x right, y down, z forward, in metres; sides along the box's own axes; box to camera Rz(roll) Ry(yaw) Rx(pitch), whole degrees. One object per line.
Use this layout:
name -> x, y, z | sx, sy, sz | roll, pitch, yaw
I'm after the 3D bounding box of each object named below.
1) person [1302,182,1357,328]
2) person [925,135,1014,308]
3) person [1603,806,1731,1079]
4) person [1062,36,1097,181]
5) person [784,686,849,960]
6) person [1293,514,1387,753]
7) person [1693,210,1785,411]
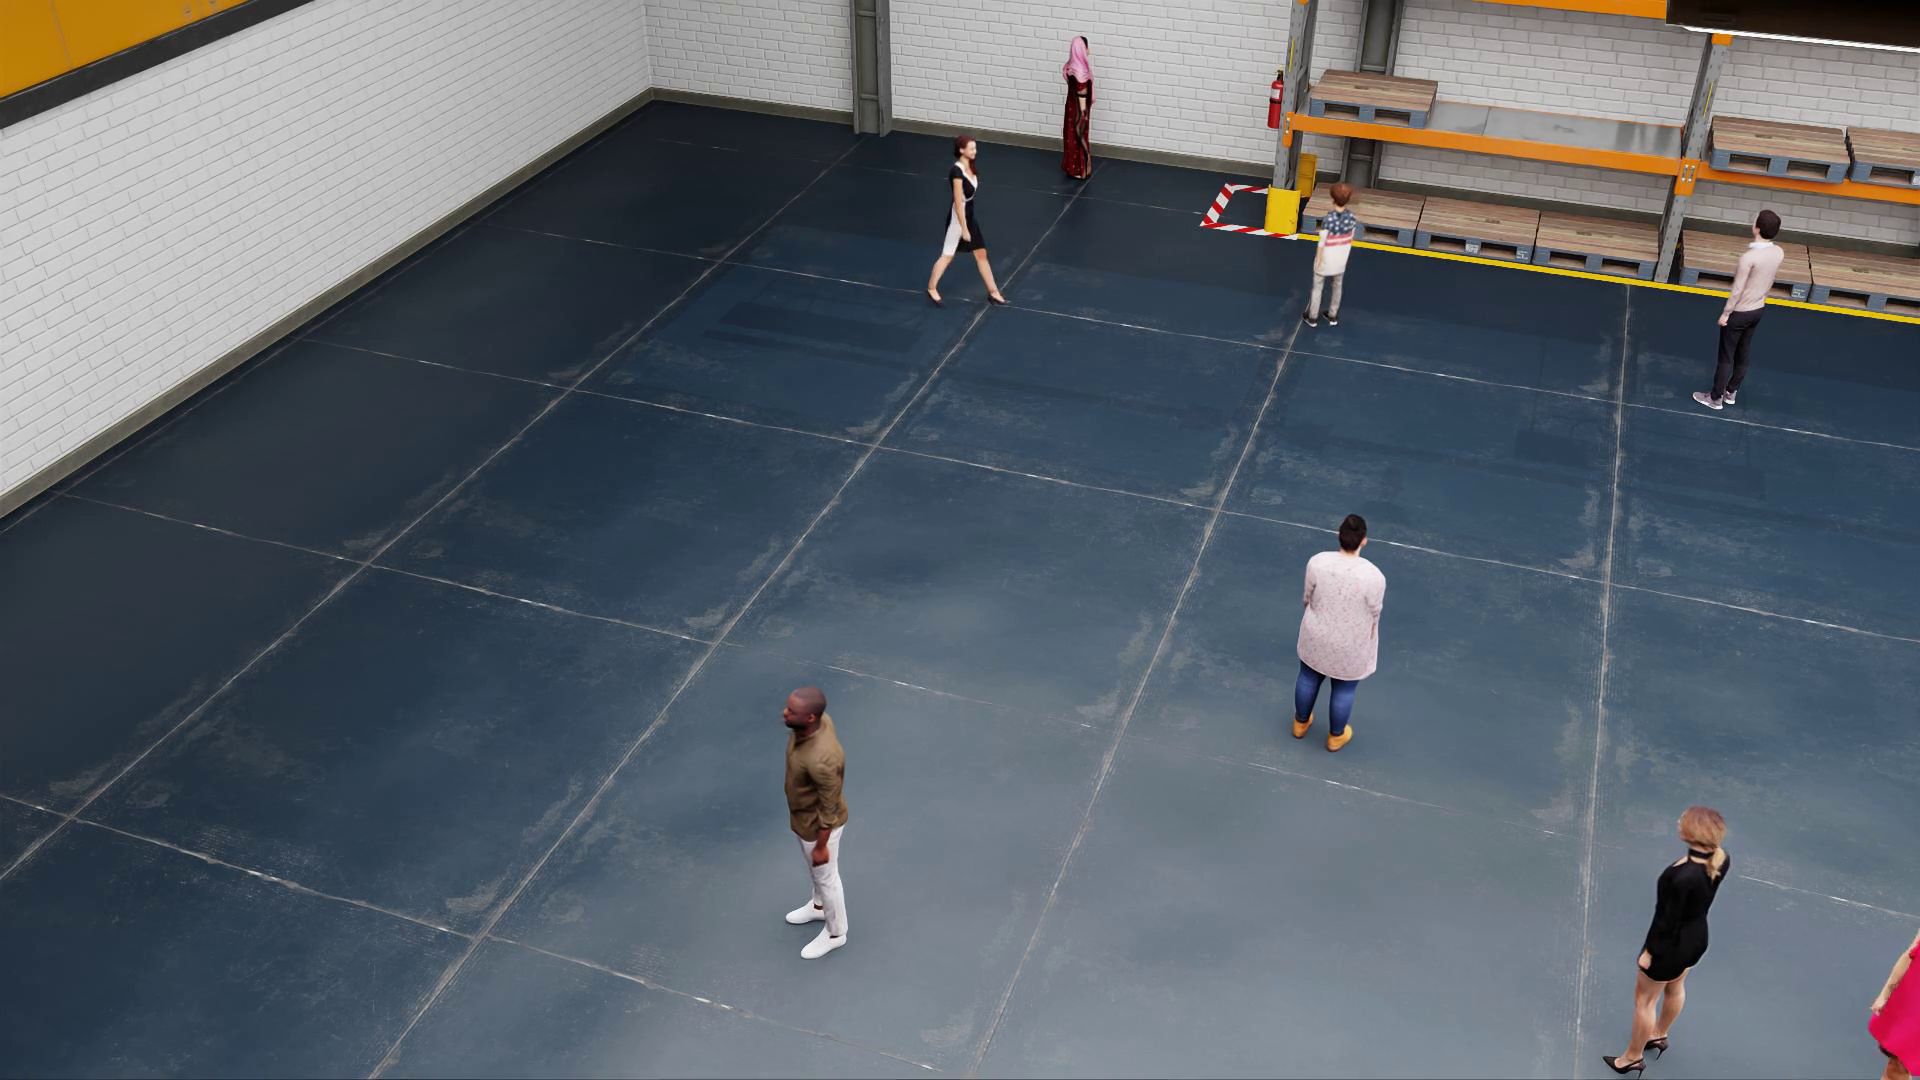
person -> 3.580, -2.718, 15.876 | 0.594, 1.439, 0.674 | -9, 35, -13
person -> -0.071, -3.036, 16.071 | 1.118, 1.751, 0.624 | 11, 35, 16
person -> 3.598, 2.038, 8.423 | 0.661, 1.768, 0.686 | -22, 39, -29
person -> 1.352, -4.963, 19.074 | 0.755, 1.638, 0.756 | -3, 34, -5
person -> -0.793, 1.520, 9.150 | 0.829, 1.825, 0.795 | -11, 35, -17
person -> 2.405, 0.585, 10.632 | 0.638, 1.742, 0.800 | 20, 38, 27
person -> 6.814, -2.002, 14.464 | 0.704, 1.809, 0.761 | -15, 36, -21
